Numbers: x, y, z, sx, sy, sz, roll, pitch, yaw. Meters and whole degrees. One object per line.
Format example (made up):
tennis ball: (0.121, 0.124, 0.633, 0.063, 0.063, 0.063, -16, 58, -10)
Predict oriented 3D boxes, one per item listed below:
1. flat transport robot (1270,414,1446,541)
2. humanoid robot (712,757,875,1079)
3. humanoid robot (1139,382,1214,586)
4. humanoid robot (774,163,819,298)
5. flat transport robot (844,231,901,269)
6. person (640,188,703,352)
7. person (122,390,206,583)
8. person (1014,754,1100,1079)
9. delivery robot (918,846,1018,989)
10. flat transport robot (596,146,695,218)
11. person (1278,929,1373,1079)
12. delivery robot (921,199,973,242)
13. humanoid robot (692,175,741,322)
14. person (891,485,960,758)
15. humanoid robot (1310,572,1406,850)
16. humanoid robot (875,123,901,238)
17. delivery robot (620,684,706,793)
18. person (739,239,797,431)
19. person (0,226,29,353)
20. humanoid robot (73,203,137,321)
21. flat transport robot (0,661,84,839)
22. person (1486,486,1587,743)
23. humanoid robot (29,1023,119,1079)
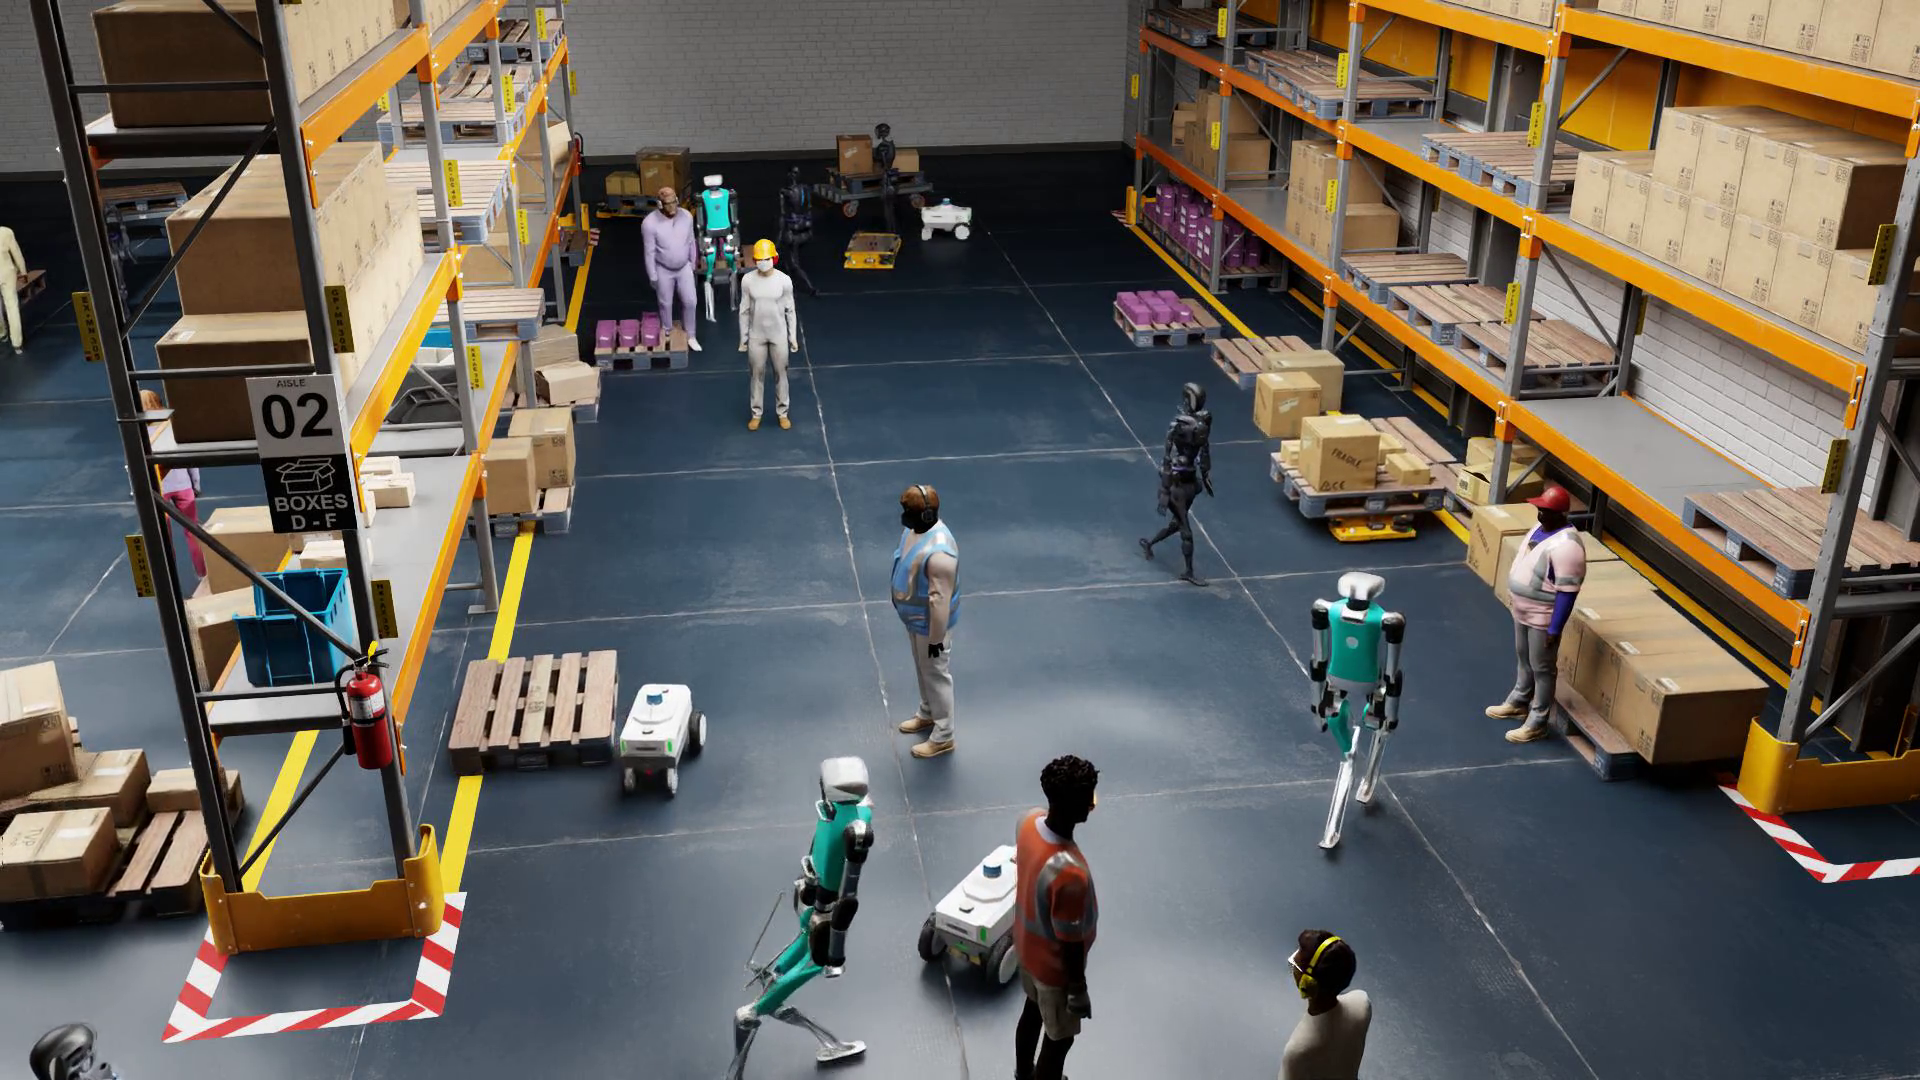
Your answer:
flat transport robot: (3.383, -0.352, 14.479, 0.659, 0.231, 1.431, -3, 24, -7)
humanoid robot: (-0.848, 1.859, 7.674, 0.946, 1.793, 0.582, -9, 25, -19)
humanoid robot: (1.717, -0.478, 13.110, 0.786, 1.648, 0.609, 22, 32, 40)
humanoid robot: (-2.010, -3.870, 20.813, 0.737, 1.654, 0.611, 19, 30, 37)
flat transport robot: (-1.181, -3.947, 22.670, 0.659, 0.231, 1.431, 1, 24, 2)
person: (-3.196, -2.994, 18.504, 0.660, 1.873, 0.674, -14, 27, -29)
person: (-6.115, -0.370, 12.830, 0.498, 1.629, 0.287, -16, 28, -32)
person: (0.431, 1.829, 7.413, 0.365, 1.957, 0.598, -7, 25, -15)
delivery robot: (0.159, 1.976, 8.844, 0.499, 0.614, 0.815, 14, 27, 29)
flat transport robot: (-4.694, -5.004, 25.079, 1.431, 0.231, 0.659, 2, 24, 5)
person: (1.347, 2.303, 6.440, 0.330, 1.873, 0.515, 22, 32, 40)
delivery robot: (-0.196, -4.564, 23.710, 0.769, 0.587, 0.499, 1, 24, 3)
humanoid robot: (-2.922, -3.528, 19.949, 0.568, 1.798, 0.807, -7, 25, -16)
person: (-0.220, 0.502, 10.597, 0.431, 1.837, 0.631, -6, 25, -14)
humanoid robot: (2.367, 0.922, 9.799, 0.547, 1.755, 1.037, 12, 26, 25)
humanoid robot: (-1.013, -5.018, 23.376, 0.319, 1.645, 0.596, 1, 24, 3)
delivery robot: (-1.918, 1.214, 10.580, 0.499, 0.614, 0.789, 0, 24, 1)
person: (-1.873, -1.997, 16.207, 0.570, 1.897, 0.364, -1, 24, -2)
person: (-10.840, -3.008, 18.754, 0.585, 1.700, 0.857, -8, 25, -17)
humanoid robot: (-10.140, -3.446, 19.779, 0.584, 1.648, 0.445, -10, 26, -22)
flat transport robot: (-5.797, 1.684, 9.842, 0.659, 0.231, 1.431, -13, 27, -27)
person: (3.733, 0.471, 10.758, 0.419, 1.755, 0.610, -2, 24, -4)
humanoid robot: (-3.123, 2.484, 6.280, 0.615, 1.645, 0.537, 12, 26, 25)
